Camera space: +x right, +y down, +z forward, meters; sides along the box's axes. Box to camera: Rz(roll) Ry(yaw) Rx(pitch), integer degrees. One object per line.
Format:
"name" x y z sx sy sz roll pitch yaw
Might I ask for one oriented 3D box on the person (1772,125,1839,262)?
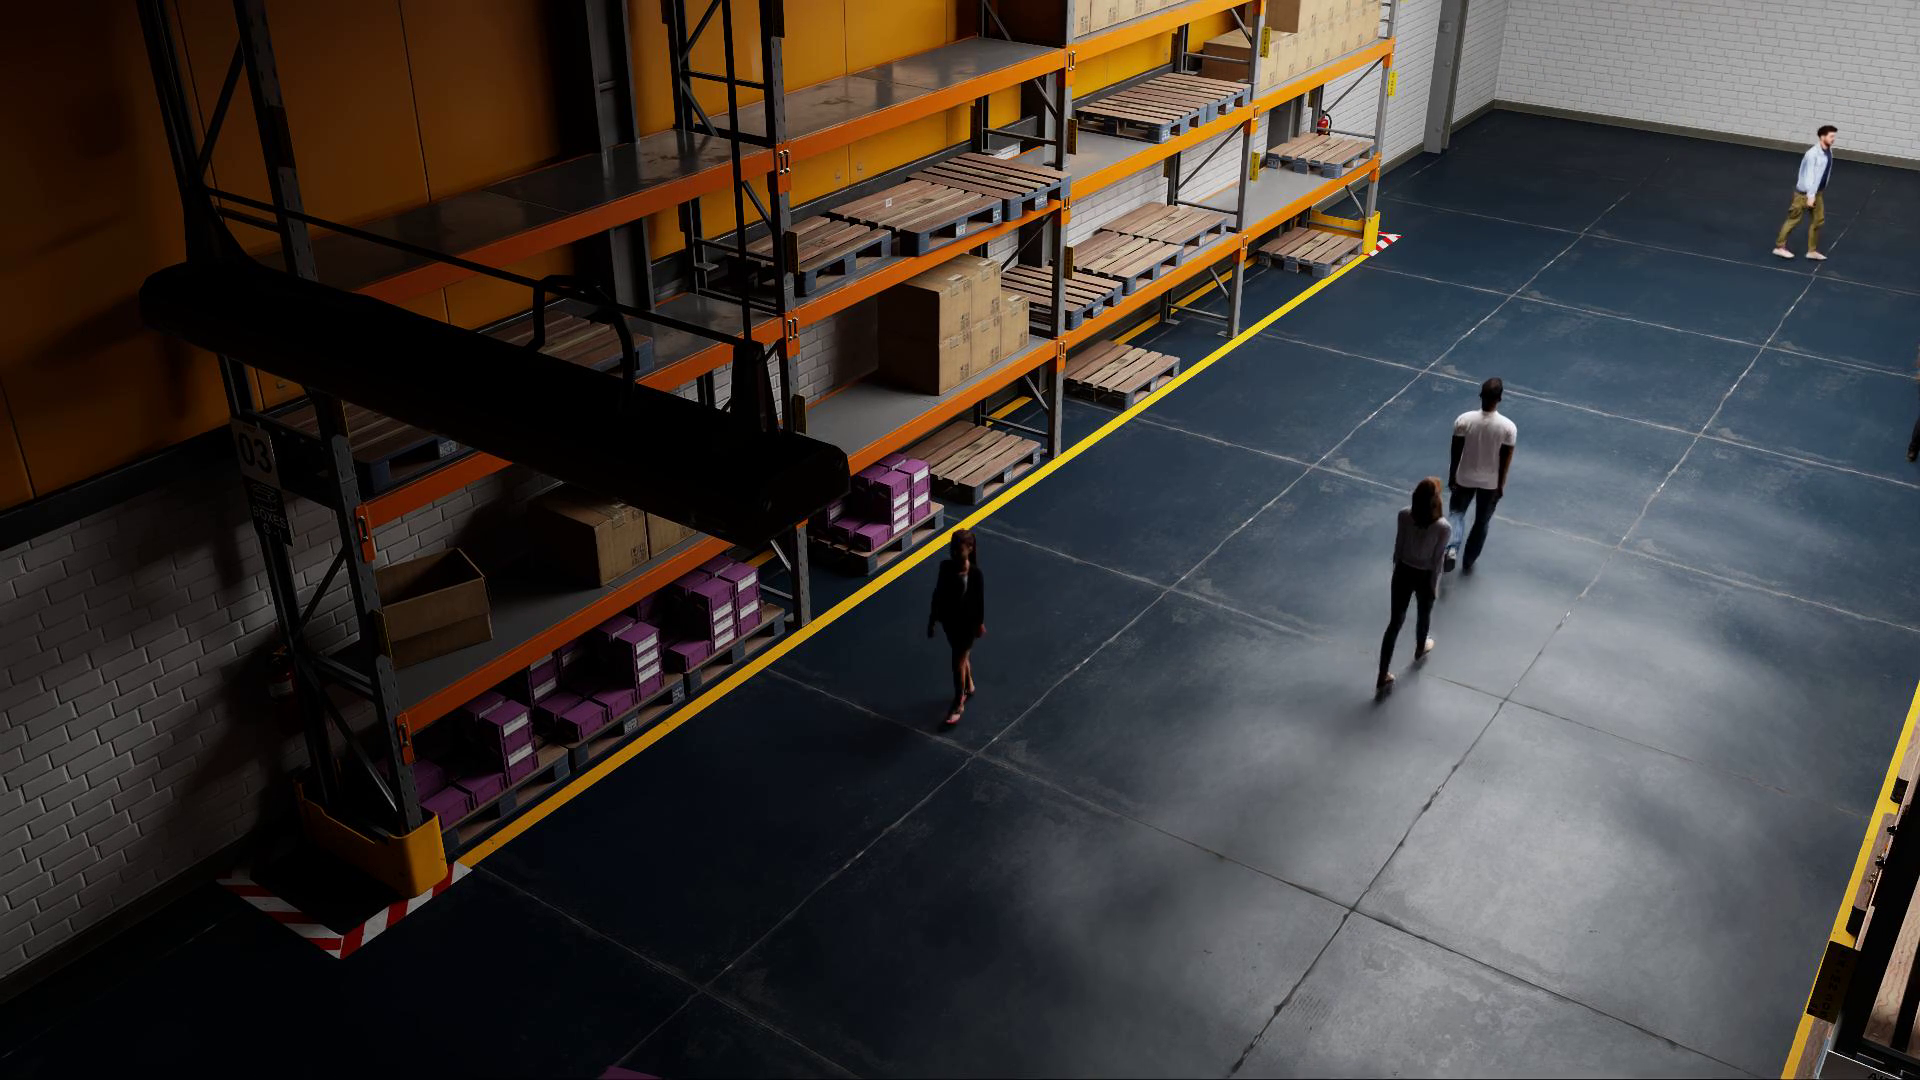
"person" 11.119 -4.592 21.950 0.977 1.787 0.955 -16 32 -27

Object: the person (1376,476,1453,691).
"person" 3.480 0.359 12.913 0.672 1.749 1.165 22 36 35

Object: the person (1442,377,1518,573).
"person" 4.474 -0.508 14.399 0.780 1.847 0.962 12 31 21

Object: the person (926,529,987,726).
"person" 0.035 0.582 12.727 0.535 1.535 0.766 18 34 30
